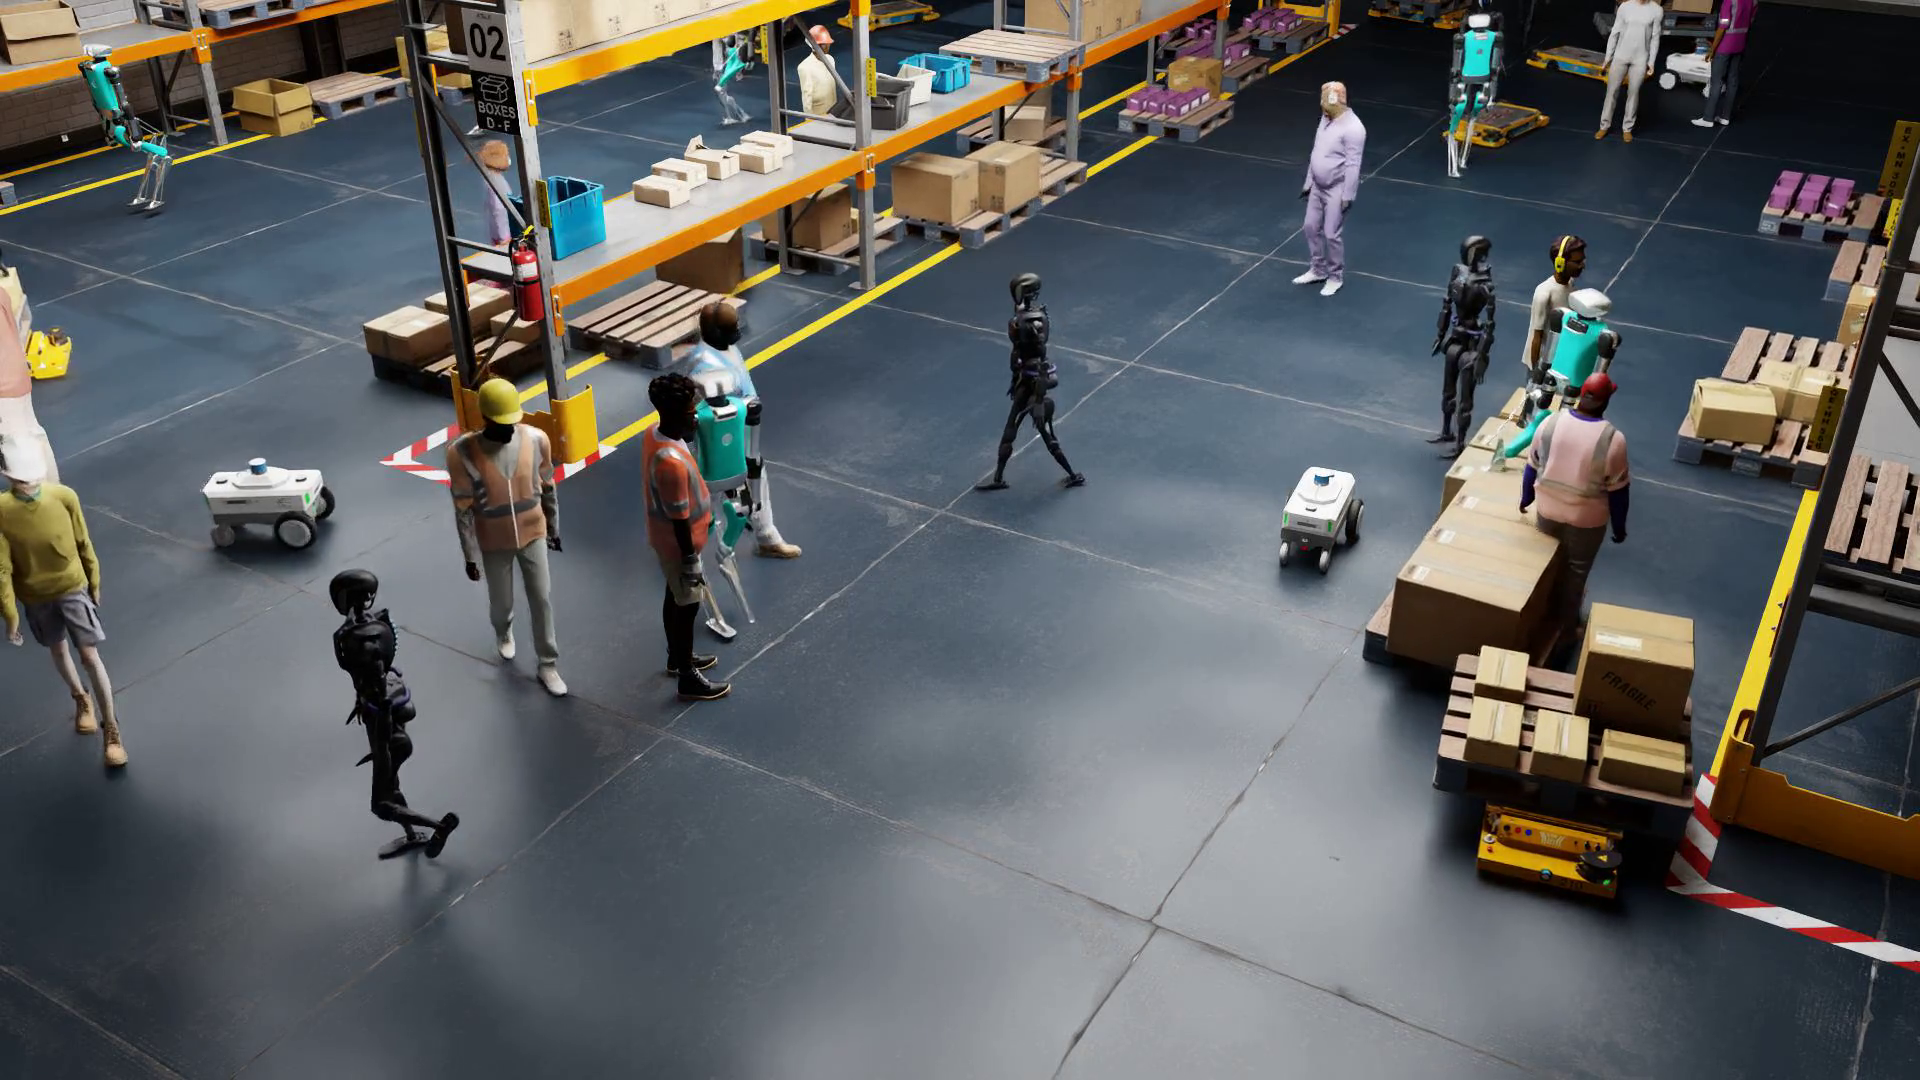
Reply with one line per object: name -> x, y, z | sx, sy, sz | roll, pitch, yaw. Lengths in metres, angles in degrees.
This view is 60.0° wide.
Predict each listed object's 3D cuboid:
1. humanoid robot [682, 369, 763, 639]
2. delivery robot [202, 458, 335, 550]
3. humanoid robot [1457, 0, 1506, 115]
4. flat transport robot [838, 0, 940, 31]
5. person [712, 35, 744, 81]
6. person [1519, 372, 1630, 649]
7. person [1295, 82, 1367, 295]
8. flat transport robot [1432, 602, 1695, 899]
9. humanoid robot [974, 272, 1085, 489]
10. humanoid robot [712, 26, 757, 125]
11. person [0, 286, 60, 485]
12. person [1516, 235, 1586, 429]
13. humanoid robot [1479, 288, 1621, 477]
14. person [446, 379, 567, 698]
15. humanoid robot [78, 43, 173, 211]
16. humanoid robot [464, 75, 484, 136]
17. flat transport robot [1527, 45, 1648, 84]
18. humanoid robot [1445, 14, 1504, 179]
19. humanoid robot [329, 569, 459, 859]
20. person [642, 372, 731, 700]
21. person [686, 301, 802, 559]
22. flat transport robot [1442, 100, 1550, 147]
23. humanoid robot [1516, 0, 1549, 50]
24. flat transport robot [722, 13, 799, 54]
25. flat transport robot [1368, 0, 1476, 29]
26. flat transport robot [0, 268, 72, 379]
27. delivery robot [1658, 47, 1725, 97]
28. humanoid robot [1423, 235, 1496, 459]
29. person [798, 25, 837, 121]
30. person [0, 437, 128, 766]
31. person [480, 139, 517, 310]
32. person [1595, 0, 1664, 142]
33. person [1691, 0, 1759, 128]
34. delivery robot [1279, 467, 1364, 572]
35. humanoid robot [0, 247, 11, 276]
humanoid robot -> -1.485, -0.216, 9.846 | 0.538, 1.811, 0.657 | -19, 34, -29
delivery robot -> -4.603, -0.252, 11.116 | 0.797, 0.614, 0.499 | -2, 30, -3
humanoid robot -> 6.094, -5.585, 19.417 | 0.606, 1.644, 0.612 | -3, 30, -6
flat transport robot -> -1.055, -7.812, 24.761 | 1.431, 0.231, 0.659 | -22, 36, -34
person -> -3.053, -6.929, 21.506 | 0.482, 1.944, 0.431 | 0, 29, 1
person -> 3.591, -0.171, 9.744 | 0.632, 1.753, 0.421 | 23, 37, 35
person -> 3.305, -3.107, 14.838 | 0.408, 1.887, 0.683 | -11, 31, -19
flat transport robot -> 3.106, 1.286, 8.666 | 0.659, 0.231, 1.431 | 10, 31, 18
humanoid robot -> 0.502, -1.058, 11.445 | 0.790, 1.629, 0.611 | -9, 31, -15
humanoid robot -> -2.708, -5.686, 19.518 | 0.530, 1.769, 0.874 | 26, 39, 38
person -> -6.323, -1.013, 10.980 | 0.376, 1.997, 0.610 | -6, 30, -11
person -> 4.031, -1.185, 11.408 | 0.329, 1.876, 0.509 | 20, 35, 31
humanoid robot -> 3.697, -0.716, 10.758 | 0.848, 1.792, 0.554 | -14, 32, -23
person -> -2.536, -0.045, 9.360 | 0.607, 1.902, 0.663 | -15, 33, -25
humanoid robot -> -8.281, -4.184, 16.715 | 0.533, 1.677, 0.735 | 16, 33, 26
humanoid robot -> -5.399, -5.561, 19.331 | 1.035, 1.758, 0.542 | -26, 38, -38
flat transport robot -> 8.346, -6.322, 22.125 | 0.659, 0.231, 1.431 | -20, 35, -31
humanoid robot -> 5.496, -4.841, 18.045 | 0.574, 1.781, 0.888 | 2, 30, 3
humanoid robot -> -2.753, 0.844, 8.016 | 0.431, 1.641, 0.599 | -15, 33, -25
person -> -1.551, -0.020, 9.255 | 0.361, 1.963, 0.613 | -10, 31, -17
person -> -1.537, -0.663, 10.554 | 0.897, 1.807, 0.634 | 3, 30, 6
flat transport robot -> 6.342, -4.913, 19.633 | 0.659, 0.231, 1.431 | 24, 37, 36
humanoid robot -> 7.986, -7.733, 23.219 | 0.598, 1.645, 0.567 | 21, 35, 32
flat transport robot -> -2.961, -7.135, 23.562 | 0.659, 0.231, 1.431 | 4, 30, 7
flat transport robot -> 6.910, -7.882, 24.884 | 0.659, 0.231, 1.431 | -26, 39, -38
flat transport robot -> -8.027, -1.431, 13.473 | 1.431, 0.231, 0.659 | -11, 31, -18
delivery robot -> 9.399, -5.989, 21.238 | 0.766, 0.587, 0.499 | 25, 38, 37
humanoid robot -> 3.637, -1.405, 11.995 | 0.302, 1.658, 0.614 | -10, 31, -17
person -> -1.440, -4.464, 17.324 | 0.322, 1.755, 0.562 | 15, 33, 24
person -> -4.770, 0.334, 8.751 | 0.494, 1.849, 0.893 | -15, 33, -24
person -> -3.919, -2.598, 14.161 | 0.496, 1.614, 0.526 | -5, 30, -9
person -> 7.700, -5.540, 19.092 | 0.562, 1.896, 0.354 | 12, 31, 19
person -> 9.042, -5.793, 19.586 | 0.511, 1.848, 0.337 | -10, 31, -16
delivery robot -> 2.367, -0.182, 10.986 | 0.499, 0.607, 0.808 | 12, 32, 20
humanoid robot -> -8.030, -2.208, 13.415 | 0.610, 1.644, 0.345 | -20, 35, -32
